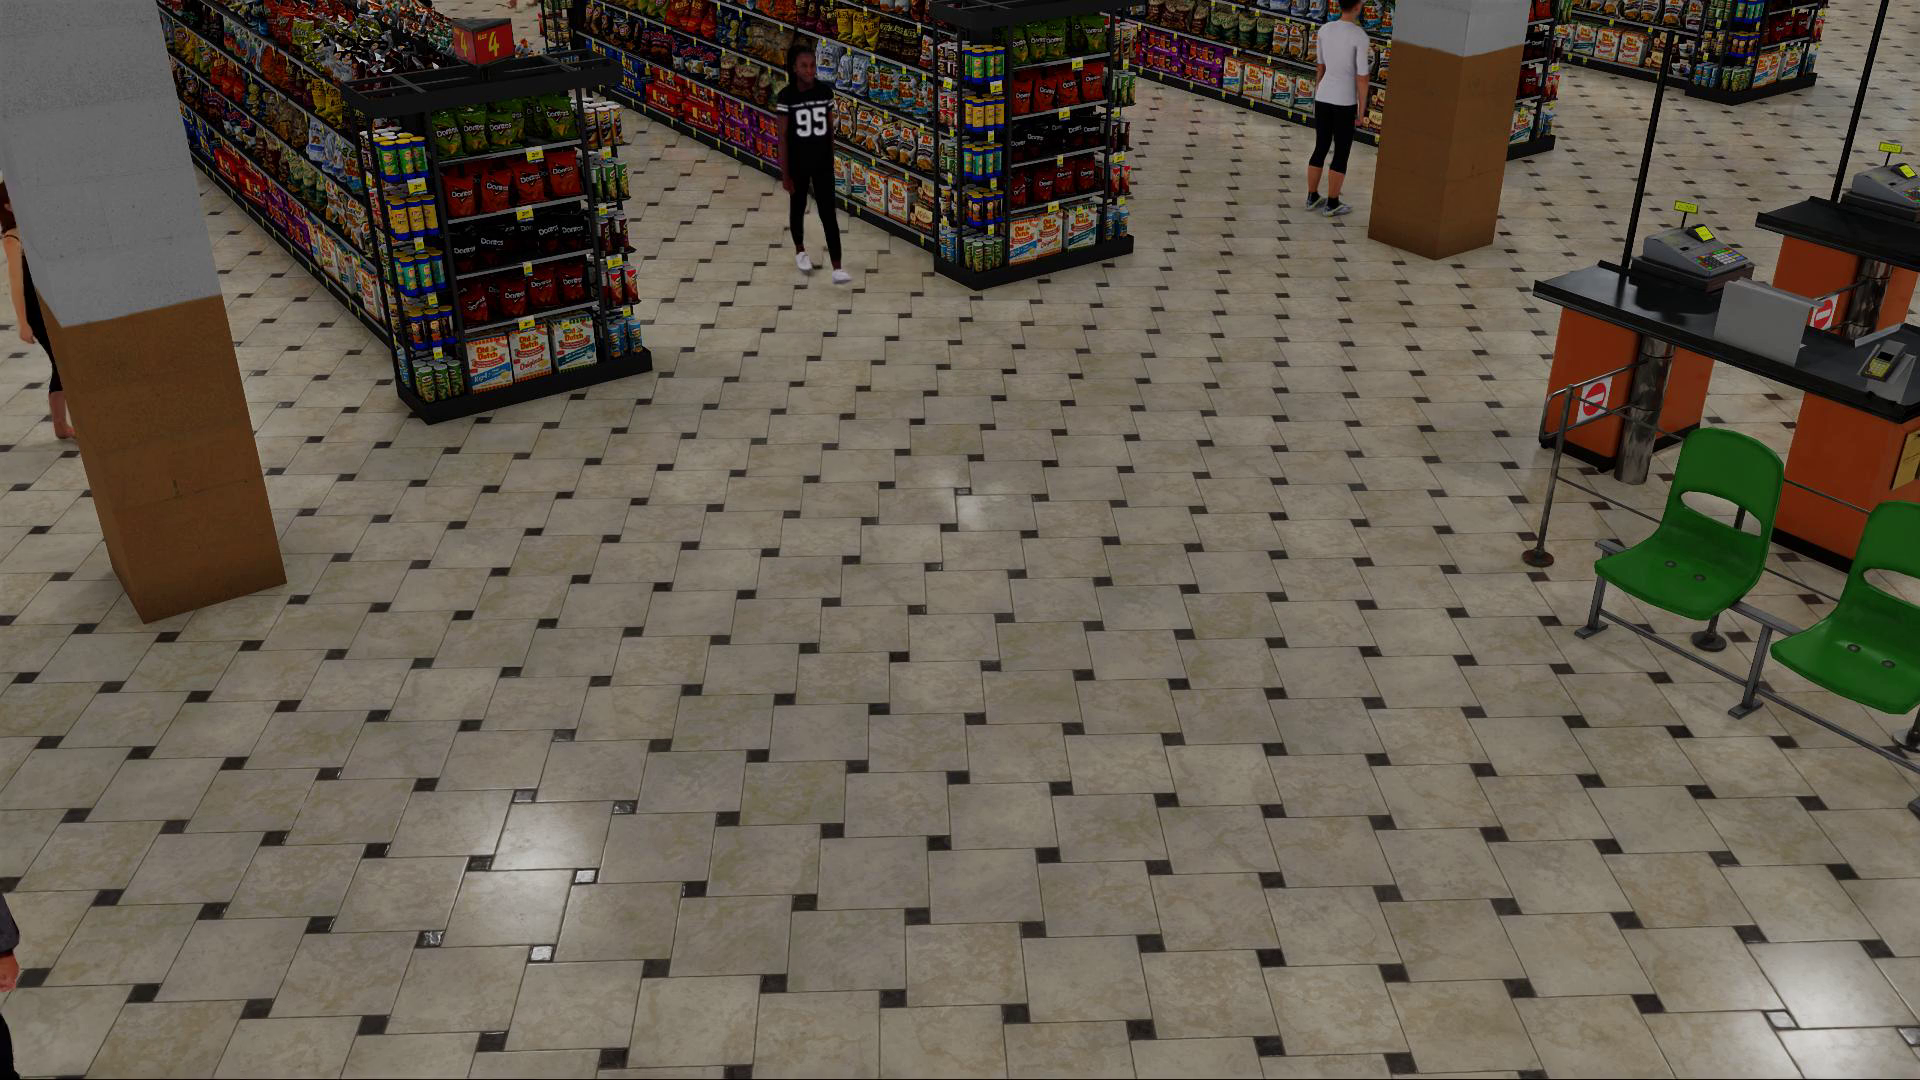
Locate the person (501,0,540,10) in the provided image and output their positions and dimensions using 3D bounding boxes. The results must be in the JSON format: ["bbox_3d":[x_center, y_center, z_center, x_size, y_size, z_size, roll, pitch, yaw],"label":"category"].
[{"bbox_3d":[-5.571,-7.700,21.206,1.047,1.758,0.935,16,33,27],"label":"person"}]

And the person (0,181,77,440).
[{"bbox_3d":[-5.352,-1.303,9.644,0.884,1.609,0.829,4,29,6],"label":"person"}]

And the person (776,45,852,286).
[{"bbox_3d":[-1.151,-2.740,12.199,0.772,1.683,1.193,-12,31,-21],"label":"person"}]

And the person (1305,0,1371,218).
[{"bbox_3d":[3.075,-3.585,13.575,0.736,1.848,0.544,-24,37,-37],"label":"person"}]
